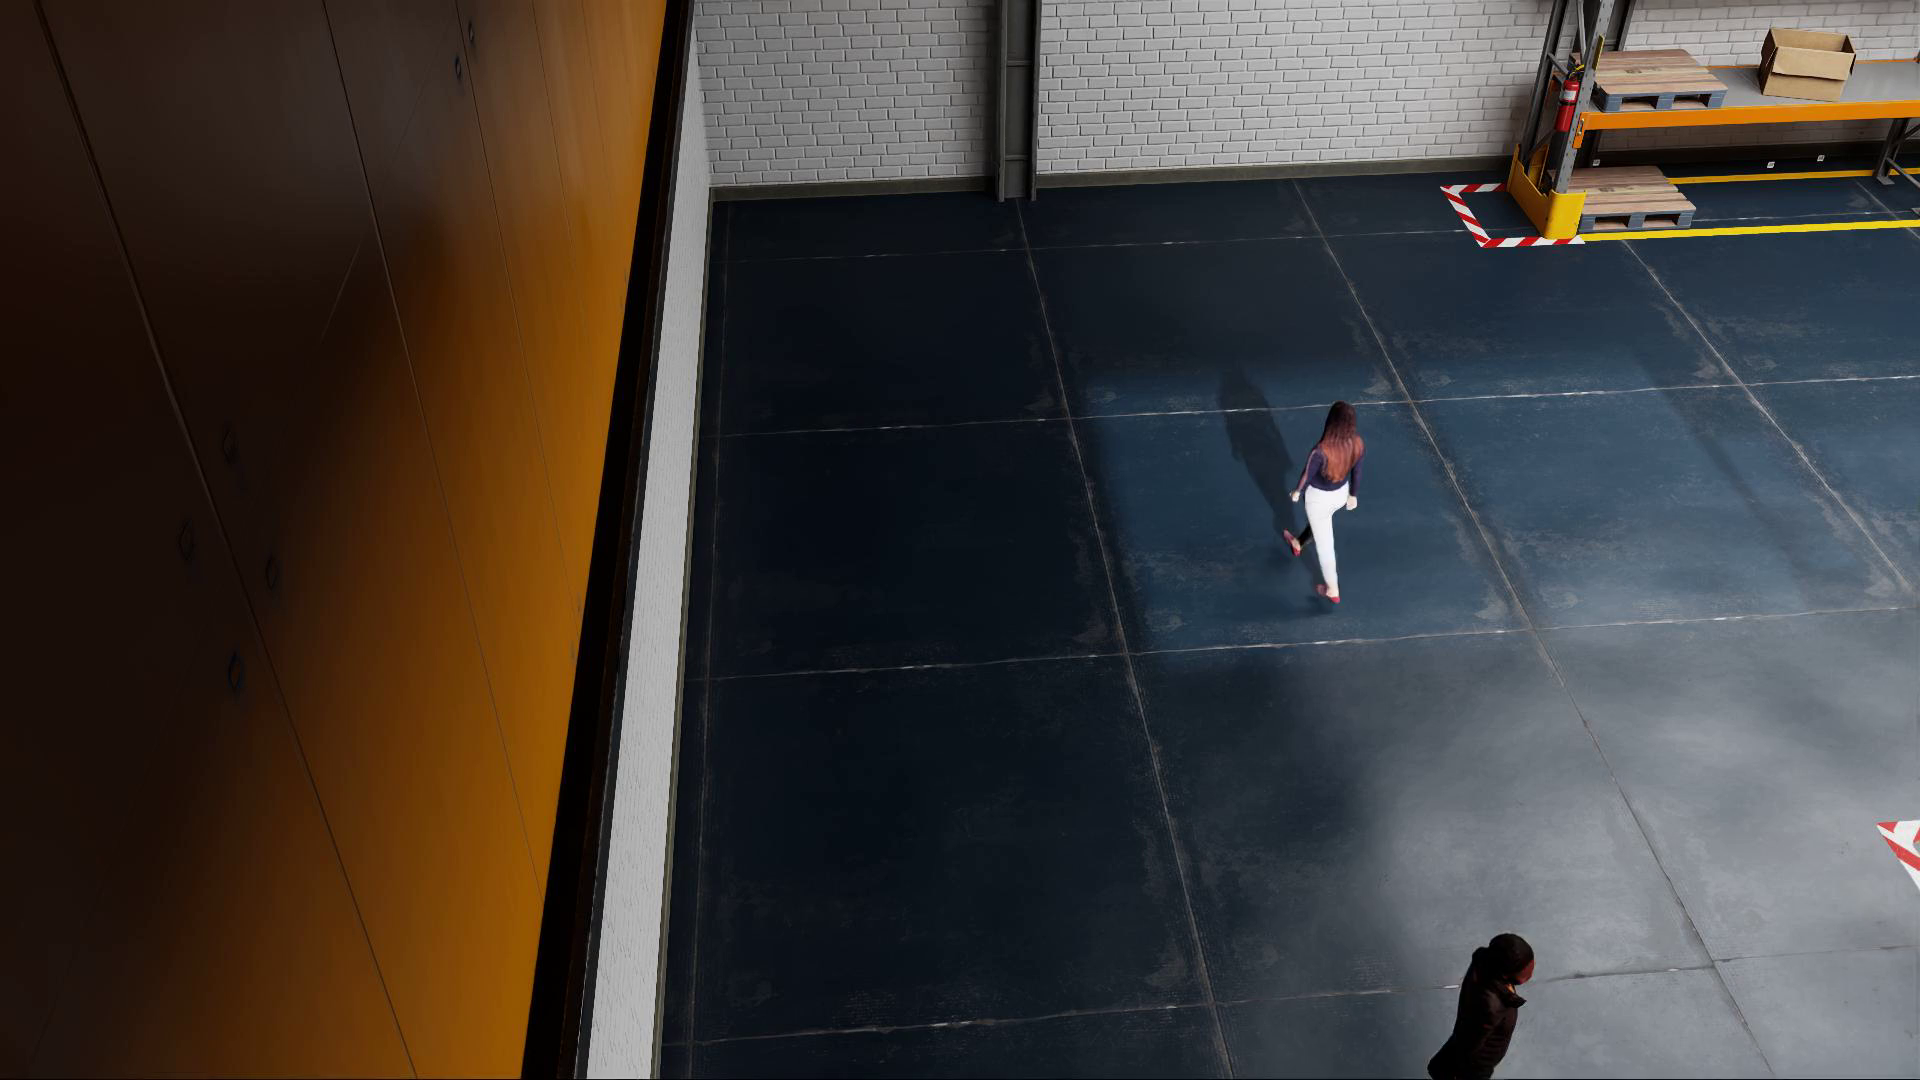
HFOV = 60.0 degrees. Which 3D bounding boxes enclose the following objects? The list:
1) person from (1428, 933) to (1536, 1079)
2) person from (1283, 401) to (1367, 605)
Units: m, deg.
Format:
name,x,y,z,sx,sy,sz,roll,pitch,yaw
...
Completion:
name,x,y,z,sx,sy,sz,roll,pitch,yaw
person,2.710,2.599,8.391,0.858,1.657,0.759,7,39,8
person,2.675,-0.249,12.033,1.092,1.563,0.921,-17,42,-20
